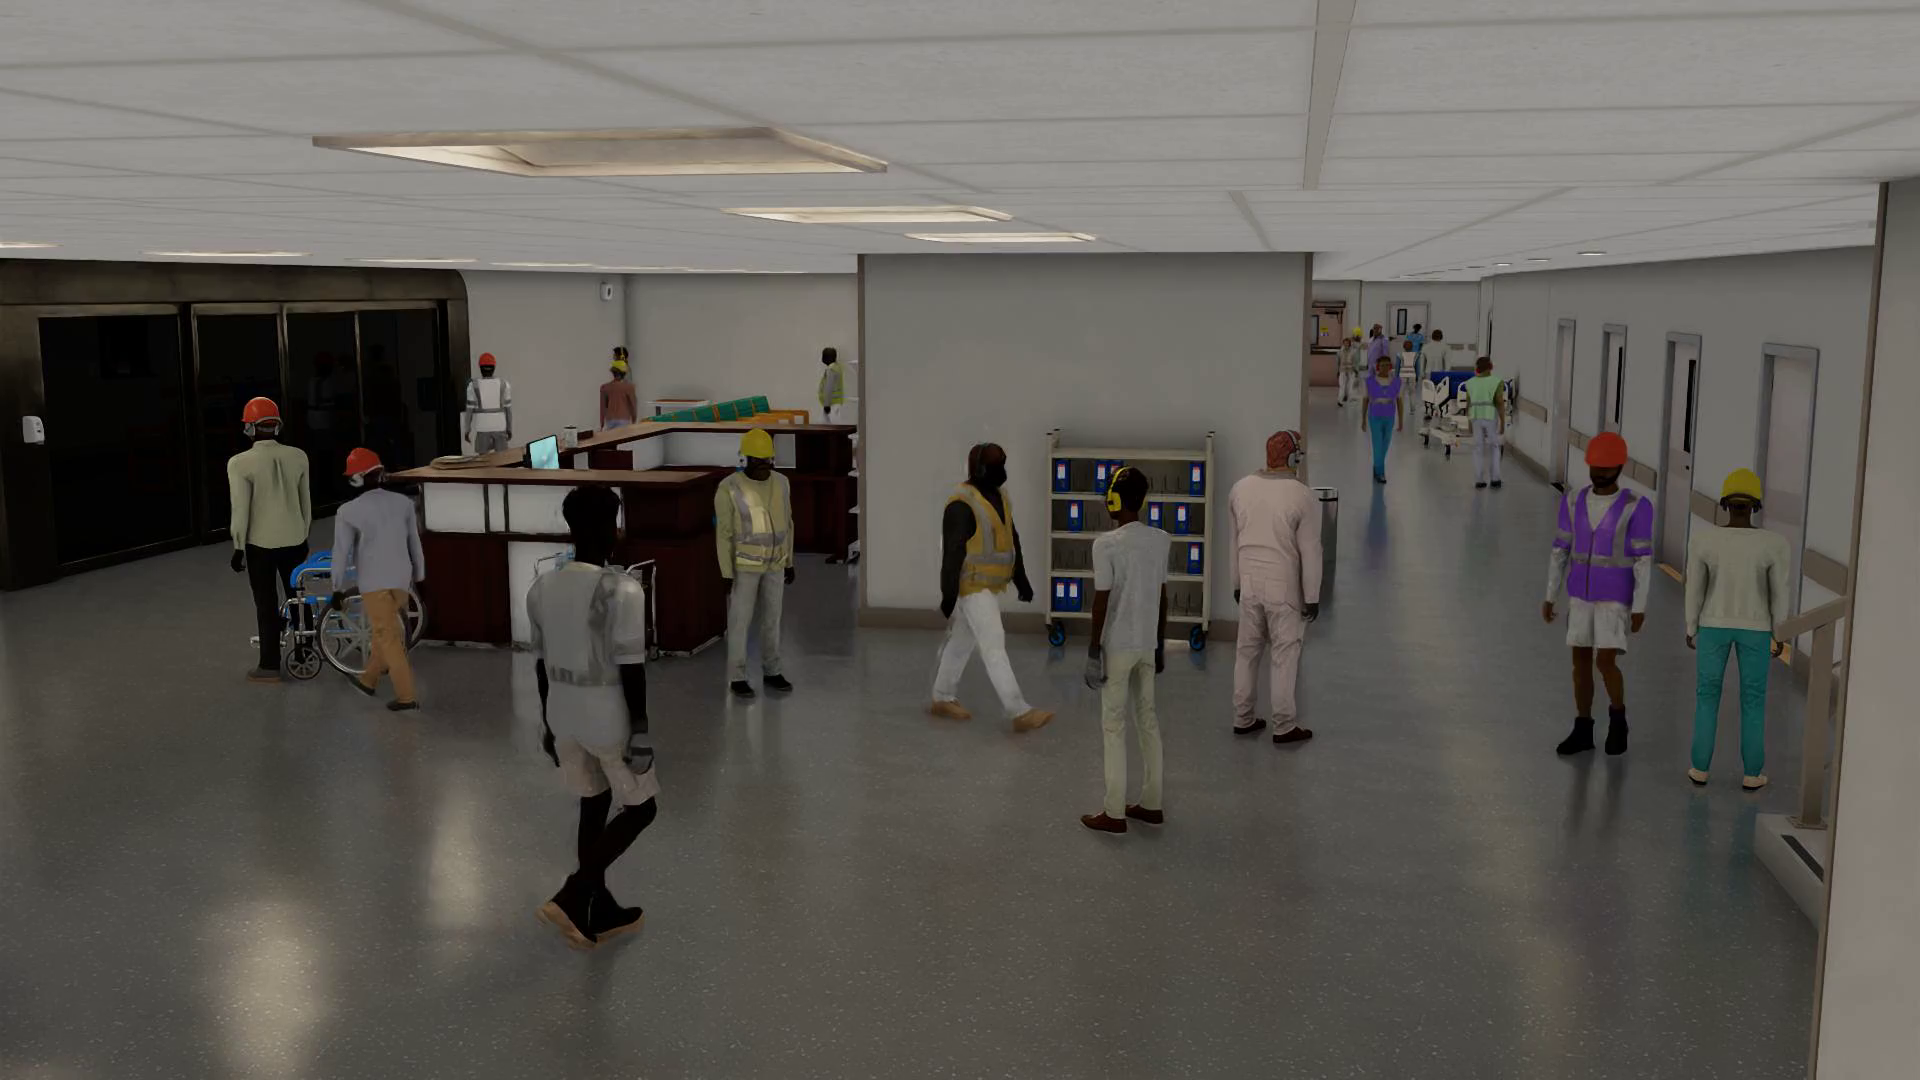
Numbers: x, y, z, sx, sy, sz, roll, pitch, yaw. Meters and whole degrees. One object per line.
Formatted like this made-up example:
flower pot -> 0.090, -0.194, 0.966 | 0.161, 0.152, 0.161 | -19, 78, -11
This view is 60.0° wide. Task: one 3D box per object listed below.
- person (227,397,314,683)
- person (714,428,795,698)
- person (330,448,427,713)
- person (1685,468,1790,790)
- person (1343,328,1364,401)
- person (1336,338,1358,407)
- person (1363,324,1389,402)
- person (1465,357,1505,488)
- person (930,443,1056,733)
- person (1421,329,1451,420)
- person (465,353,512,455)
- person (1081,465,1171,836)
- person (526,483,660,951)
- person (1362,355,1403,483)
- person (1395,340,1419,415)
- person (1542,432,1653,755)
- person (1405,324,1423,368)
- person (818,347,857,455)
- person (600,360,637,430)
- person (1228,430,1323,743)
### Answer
person -> -4.818, 0.000, 11.628 | 0.388, 1.996, 0.612 | 6, 10, 35
person -> -1.366, 0.152, 11.218 | 0.599, 1.822, 0.416 | -7, 11, -40
person -> -3.850, 0.252, 10.867 | 0.852, 1.708, 0.580 | 5, 10, 31
person -> 4.253, 0.489, 9.134 | 0.524, 1.772, 0.301 | 4, 10, 27
person -> 9.657, -4.298, 40.843 | 0.540, 1.788, 0.631 | 5, 10, 29
person -> 9.066, -3.920, 38.961 | 0.527, 1.591, 0.857 | 3, 9, 20
person -> 10.107, -4.295, 40.421 | 0.407, 1.910, 0.639 | -4, 10, -27
person -> 7.297, -1.638, 23.131 | 0.608, 1.804, 0.644 | 6, 11, 36
person -> 0.180, 0.288, 10.394 | 0.946, 1.792, 0.635 | 4, 9, 24
person -> 10.055, -3.482, 35.074 | 0.656, 1.889, 0.988 | 6, 10, 33
person -> -6.118, -1.460, 21.550 | 0.624, 1.923, 0.404 | -3, 9, -21
person -> 0.842, 0.556, 8.403 | 0.514, 1.861, 0.321 | -6, 11, -36
person -> -1.527, 0.743, 6.818 | 0.615, 1.952, 0.545 | 6, 10, 34
person -> 6.040, -1.748, 23.844 | 0.574, 1.819, 0.869 | 0, 9, -1
person -> 9.802, -3.558, 36.462 | 0.511, 1.632, 0.317 | 1, 9, 5
person -> 3.721, 0.322, 9.742 | 0.391, 1.924, 0.588 | -7, 11, -39
person -> 14.144, -5.931, 52.045 | 0.643, 1.671, 0.417 | 3, 9, 17
person -> -2.053, -2.255, 27.260 | 0.906, 1.812, 0.636 | 0, 9, 1
person -> -4.993, -1.752, 24.162 | 0.527, 1.727, 0.856 | 2, 9, 12
person -> 1.927, 0.282, 10.096 | 0.399, 1.901, 0.650 | -8, 12, -43
